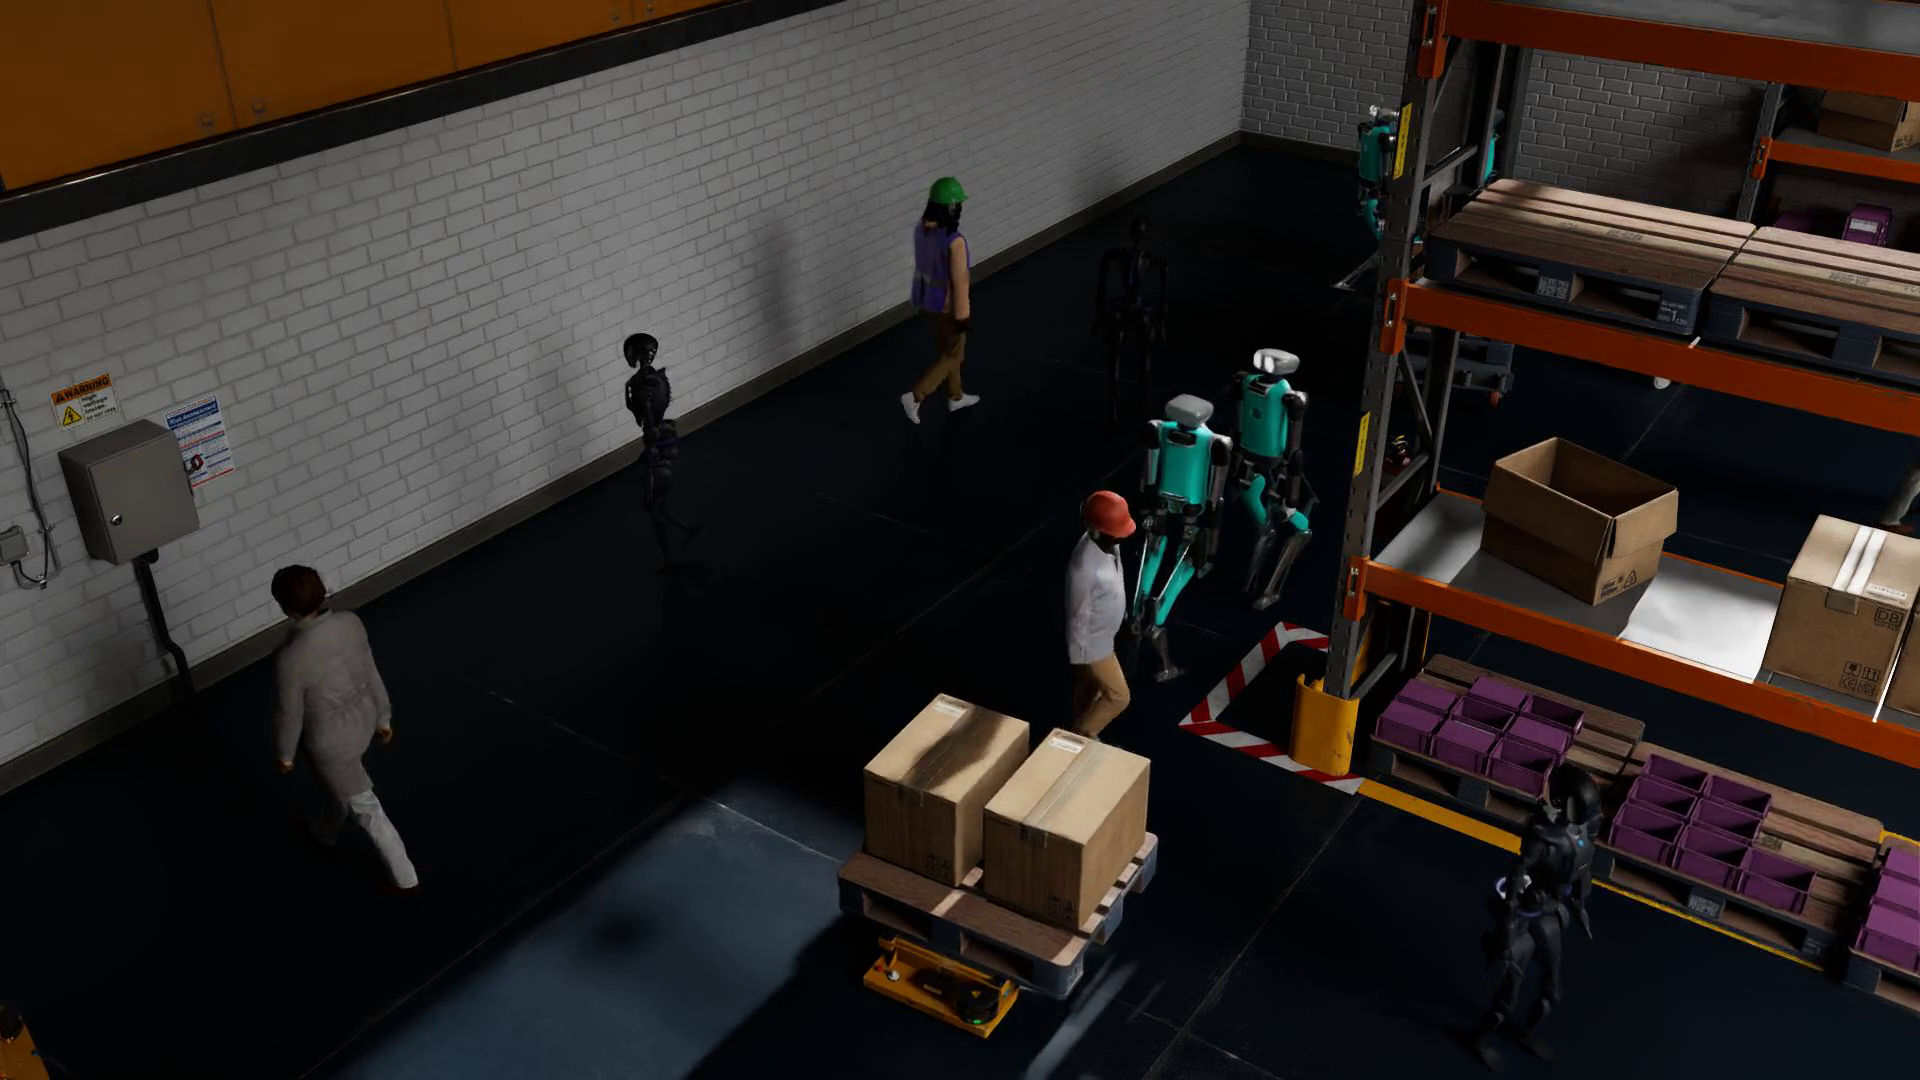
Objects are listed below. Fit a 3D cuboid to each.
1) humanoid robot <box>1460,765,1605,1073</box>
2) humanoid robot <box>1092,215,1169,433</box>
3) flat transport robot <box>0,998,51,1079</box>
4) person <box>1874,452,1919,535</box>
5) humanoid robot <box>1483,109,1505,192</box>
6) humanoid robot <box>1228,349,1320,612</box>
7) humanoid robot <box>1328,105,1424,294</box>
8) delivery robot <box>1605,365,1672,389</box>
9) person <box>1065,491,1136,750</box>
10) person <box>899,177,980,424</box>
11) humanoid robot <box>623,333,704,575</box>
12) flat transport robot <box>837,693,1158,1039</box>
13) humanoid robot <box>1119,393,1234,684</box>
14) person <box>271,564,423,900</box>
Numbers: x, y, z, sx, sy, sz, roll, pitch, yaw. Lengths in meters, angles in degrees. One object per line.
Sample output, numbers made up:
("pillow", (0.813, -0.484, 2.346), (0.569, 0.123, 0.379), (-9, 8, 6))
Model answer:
("humanoid robot", (2.388, 1.577, 6.900), (0.590, 1.644, 0.440), (-20, 36, -31))
("humanoid robot", (1.286, -1.669, 12.552), (0.586, 1.633, 0.701), (8, 31, 13))
("flat transport robot", (-4.543, 2.442, 6.804), (1.431, 0.231, 0.659), (-23, 37, -34))
("person", (6.676, -0.865, 10.972), (0.934, 1.830, 0.576), (-1, 30, -2))
("humanoid robot", (4.663, -2.855, 14.539), (0.741, 1.794, 0.548), (15, 33, 24))
("humanoid robot", (1.963, -0.353, 10.218), (0.660, 1.832, 0.540), (-24, 38, -35))
("humanoid robot", (3.786, -2.973, 14.716), (0.893, 1.759, 0.559), (-7, 31, -12))
("delivery robot", (5.662, -1.599, 13.517), (0.499, 0.584, 0.756), (-16, 34, -26))
("person", (0.737, 0.492, 8.719), (0.389, 1.735, 0.548), (3, 30, 5))
("person", (-0.160, -1.778, 12.491), (0.759, 1.906, 0.545), (-19, 35, -30))
("humanoid robot", (-1.896, -0.538, 10.569), (0.425, 1.647, 0.583), (-5, 30, -9))
("flat transport robot", (0.191, 1.758, 7.989), (0.659, 0.231, 1.431), (16, 34, 26))
("humanoid robot", (1.135, 0.132, 9.398), (0.531, 1.839, 0.768), (17, 34, 27))
("person", (-3.045, 0.911, 7.942), (0.927, 1.786, 0.520), (10, 32, 17))
